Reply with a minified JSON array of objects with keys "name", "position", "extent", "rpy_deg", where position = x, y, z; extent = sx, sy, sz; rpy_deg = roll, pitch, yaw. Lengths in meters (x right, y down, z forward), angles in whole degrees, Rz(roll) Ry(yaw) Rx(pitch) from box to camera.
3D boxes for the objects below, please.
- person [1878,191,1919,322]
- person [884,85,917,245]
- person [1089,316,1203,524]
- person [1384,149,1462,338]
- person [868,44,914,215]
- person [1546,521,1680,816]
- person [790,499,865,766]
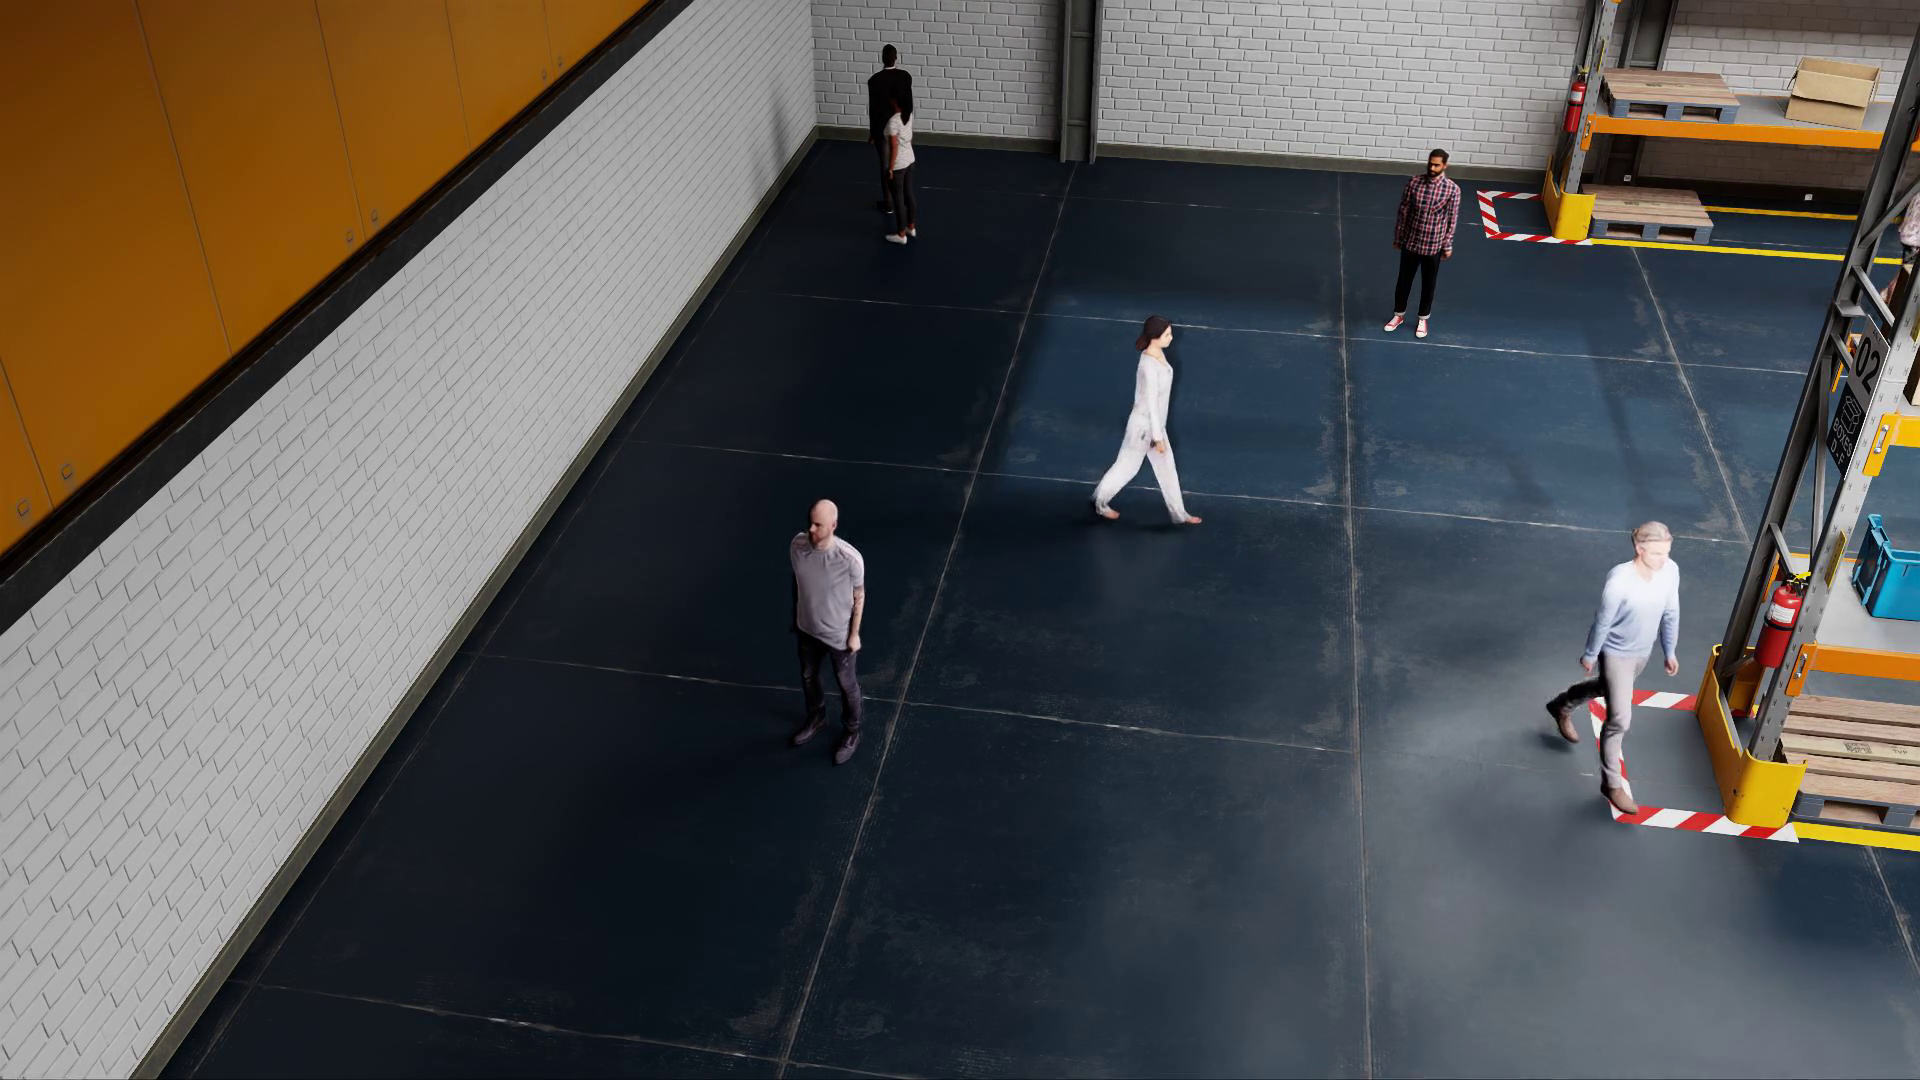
[{"name":"person","position":[8.837,-2.873,15.441],"extent":[0.632,1.805,0.686],"rpy_deg":[7,34,11]},{"name":"person","position":[-0.607,-3.869,17.082],"extent":[0.625,1.647,0.631],"rpy_deg":[17,37,24]},{"name":"person","position":[1.309,-0.855,12.478],"extent":[1.115,1.724,0.693],"rpy_deg":[9,35,13]},{"name":"person","position":[4.264,-2.747,15.290],"extent":[0.636,1.761,0.822],"rpy_deg":[15,36,21]},{"name":"person","position":[-0.723,-4.377,17.708],"extent":[0.699,1.799,0.809],"rpy_deg":[-13,36,-19]},{"name":"person","position":[3.973,0.644,10.109],"extent":[1.241,1.850,1.176],"rpy_deg":[-15,36,-21]},{"name":"person","position":[-0.806,0.533,10.291],"extent":[0.651,1.833,0.795],"rpy_deg":[17,37,24]}]
